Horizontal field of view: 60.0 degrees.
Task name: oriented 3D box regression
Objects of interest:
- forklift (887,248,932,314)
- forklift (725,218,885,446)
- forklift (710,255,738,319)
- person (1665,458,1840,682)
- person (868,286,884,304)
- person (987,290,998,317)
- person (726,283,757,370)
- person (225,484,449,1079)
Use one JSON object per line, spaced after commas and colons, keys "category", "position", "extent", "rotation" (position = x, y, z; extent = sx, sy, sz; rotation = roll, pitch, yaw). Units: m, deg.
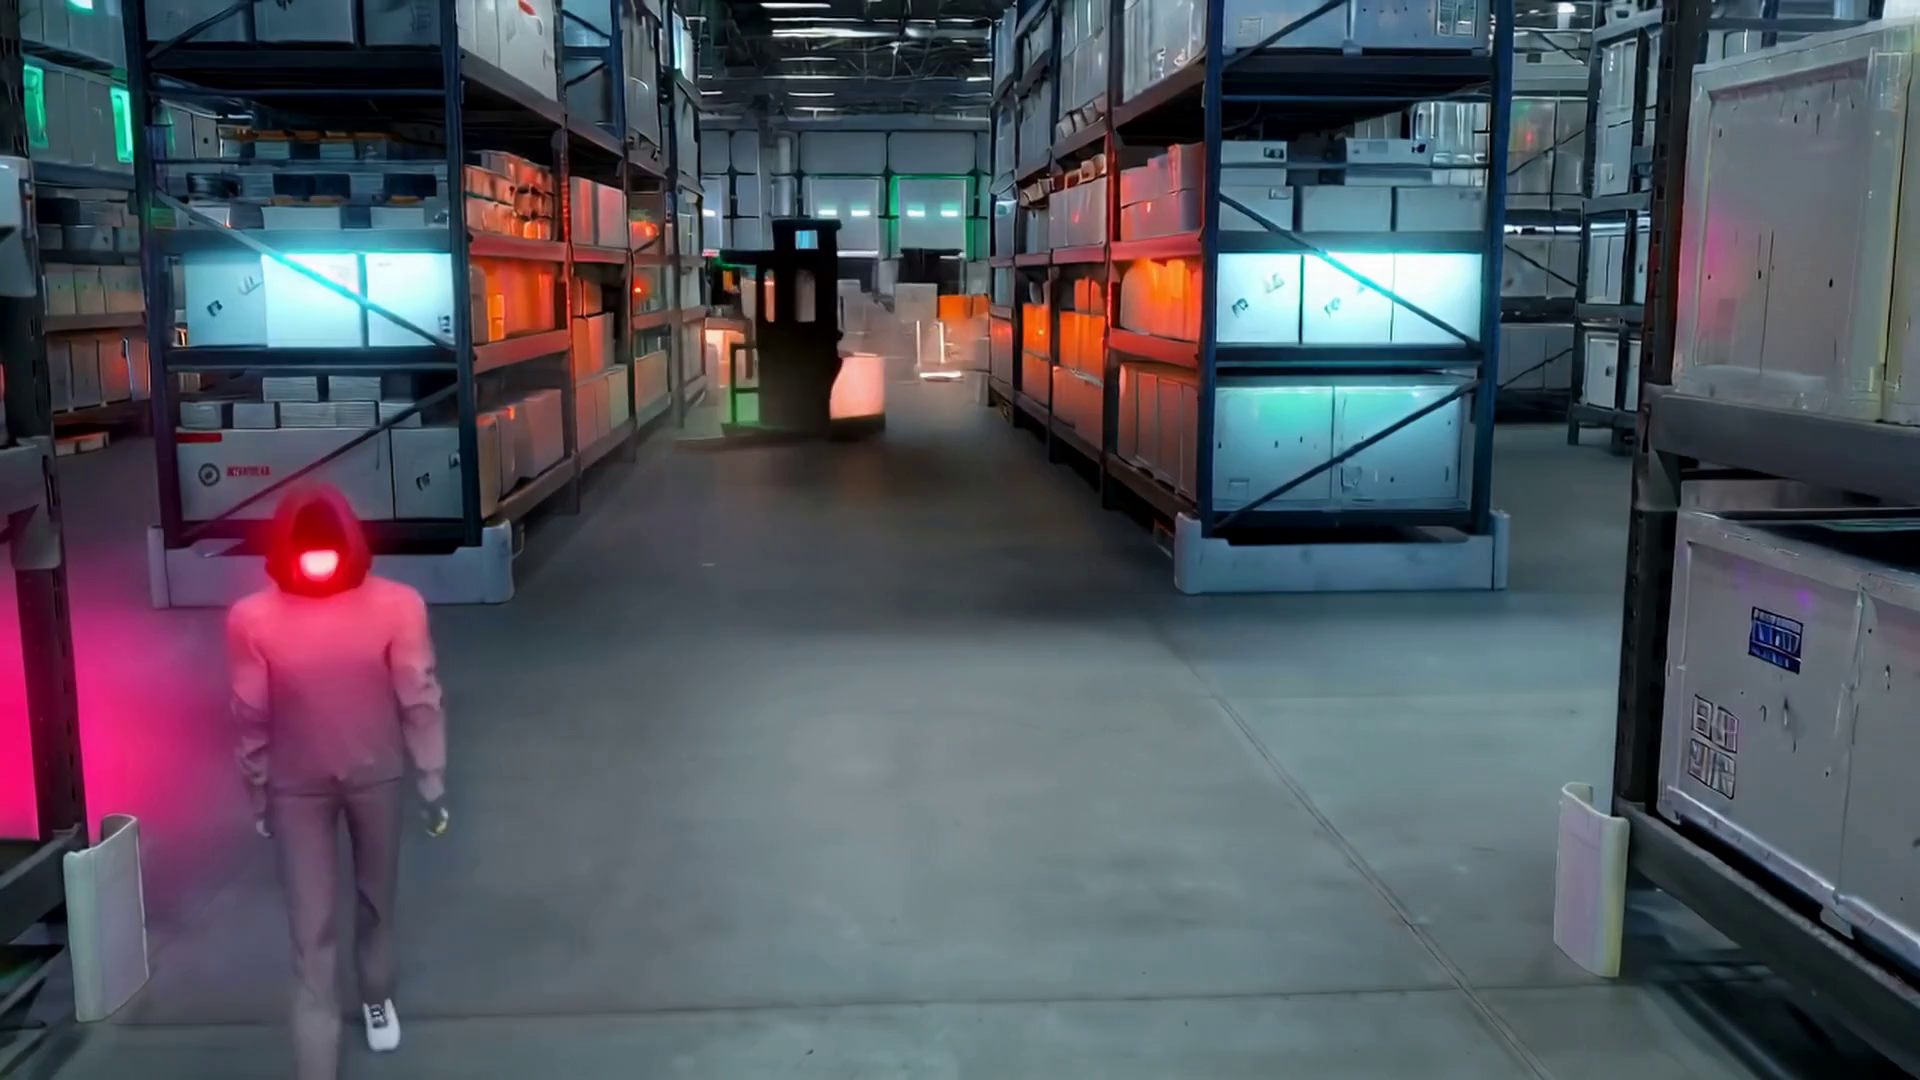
{"category": "forklift", "position": [-1.126, -6.429, 44.700], "extent": [1.873, 2.768, 1.129], "rotation": [6, 11, 33]}
{"category": "forklift", "position": [-1.934, -2.674, 21.120], "extent": [1.129, 2.768, 1.873], "rotation": [8, 12, 40]}
{"category": "forklift", "position": [-8.368, -8.713, 59.038], "extent": [1.129, 2.768, 1.873], "rotation": [-1, 9, -4]}
{"category": "person", "position": [3.012, 0.159, 6.395], "extent": [0.427, 1.895, 0.667], "rotation": [-4, 10, -22]}
{"category": "person", "position": [-1.851, -4.753, 37.286], "extent": [1.000, 1.895, 0.642], "rotation": [-3, 10, -18]}
{"category": "person", "position": [0.684, -3.878, 31.761], "extent": [0.806, 1.888, 0.575], "rotation": [-4, 10, -24]}
{"category": "person", "position": [-4.919, -4.708, 36.845], "extent": [1.032, 1.948, 0.640], "rotation": [-3, 9, -16]}
{"category": "person", "position": [-1.584, 0.653, 4.262], "extent": [0.515, 1.591, 0.859], "rotation": [-3, 10, -19]}
